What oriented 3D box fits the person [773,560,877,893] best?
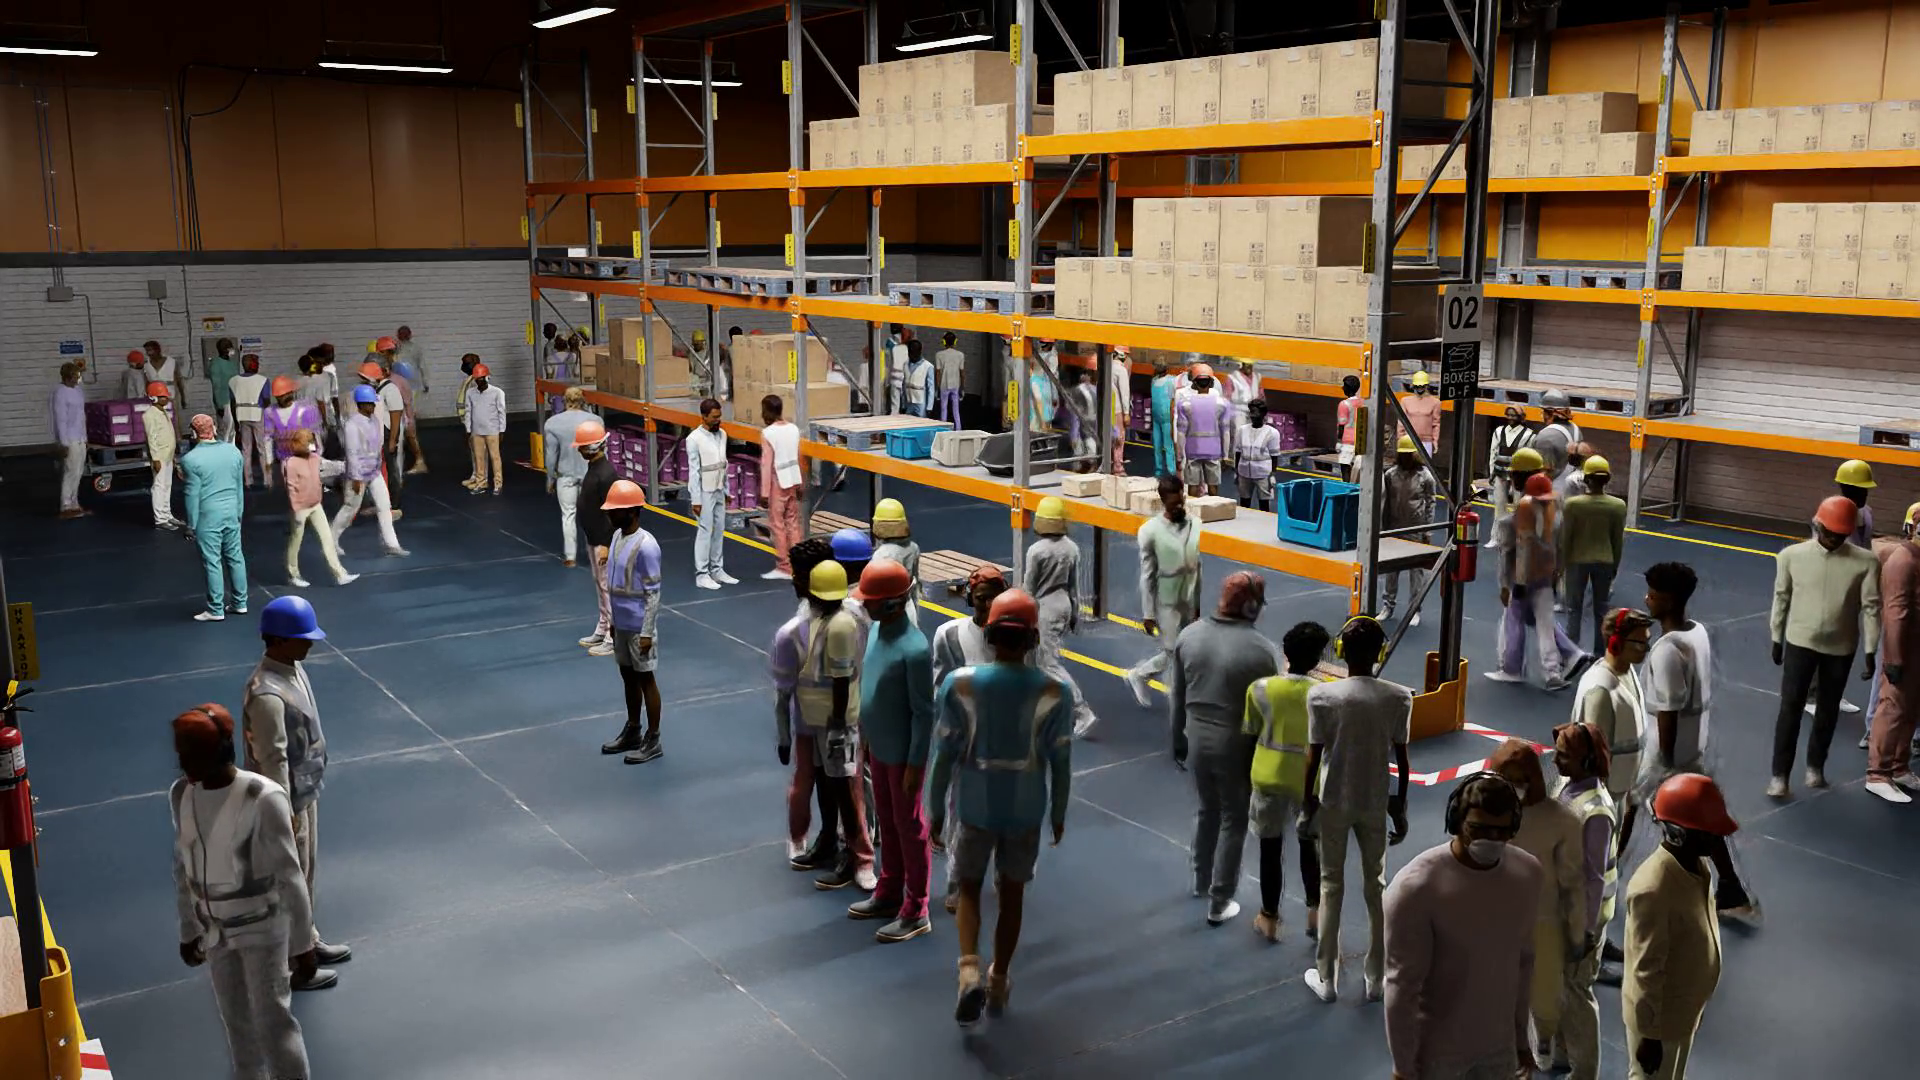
[{"bbox_3d":[-0.764,0.992,9.270,0.595,1.856,0.985,-5,12,-23],"label":"person"}]

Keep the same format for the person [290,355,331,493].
[{"bbox_3d":[-8.680,-1.543,22.255,0.550,1.851,0.399,2,11,8],"label":"person"}]

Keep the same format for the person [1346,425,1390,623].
[{"bbox_3d":[3.695,-0.160,15.205,0.383,1.835,0.568,3,11,15],"label":"person"}]

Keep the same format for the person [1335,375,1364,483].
[{"bbox_3d":[4.958,-1.244,21.122,0.537,1.694,0.320,-10,15,-43],"label":"person"}]

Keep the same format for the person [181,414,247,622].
[{"bbox_3d":[-6.860,-0.204,15.256,0.404,1.903,0.636,5,12,24],"label":"person"}]

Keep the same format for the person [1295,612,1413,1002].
[{"bbox_3d":[1.852,1.260,7.845,0.537,1.869,0.314,0,11,0],"label":"person"}]

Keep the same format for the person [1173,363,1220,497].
[{"bbox_3d":[2.955,-1.276,20.823,0.577,1.876,0.363,3,11,15],"label":"person"}]

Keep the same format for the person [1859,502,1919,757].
[{"bbox_3d":[6.533,0.604,11.461,0.525,1.772,0.301,7,13,31],"label":"person"}]

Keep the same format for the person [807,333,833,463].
[{"bbox_3d":[-2.200,-2.130,24.987,0.603,1.949,0.389,3,12,16],"label":"person"}]

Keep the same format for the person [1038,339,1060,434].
[{"bbox_3d":[1.451,-2.620,27.747,0.457,1.862,0.702,6,13,28],"label":"person"}]

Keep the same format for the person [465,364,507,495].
[{"bbox_3d":[-6.321,-1.471,22.116,0.576,1.749,0.335,2,11,10],"label":"person"}]

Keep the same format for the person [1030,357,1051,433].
[{"bbox_3d":[1.023,-1.600,22.640,0.492,1.804,0.588,0,11,1],"label":"person"}]

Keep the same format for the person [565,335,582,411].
[{"bbox_3d":[-6.046,-2.286,26.099,0.370,1.835,0.510,-7,13,-33],"label":"person"}]

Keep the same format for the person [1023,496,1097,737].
[{"bbox_3d":[0.706,0.537,11.941,0.818,1.713,0.487,11,15,43],"label":"person"}]

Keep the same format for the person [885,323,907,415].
[{"bbox_3d":[-1.139,-3.052,30.010,0.428,1.838,0.633,9,14,39],"label":"person"}]

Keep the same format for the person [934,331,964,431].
[{"bbox_3d":[-0.176,-2.414,26.686,0.500,1.861,0.322,-4,12,-18],"label":"person"}]

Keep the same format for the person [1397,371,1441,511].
[{"bbox_3d":[5.758,-1.241,20.908,0.527,1.768,0.314,3,12,17],"label":"person"}]

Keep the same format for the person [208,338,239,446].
[{"bbox_3d":[-10.629,-1.959,24.140,0.370,1.940,0.627,0,11,1],"label":"person"}]

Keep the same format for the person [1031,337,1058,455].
[{"bbox_3d":[1.325,-2.269,25.760,0.382,1.928,0.546,-9,14,-40],"label":"person"}]

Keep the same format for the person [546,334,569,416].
[{"bbox_3d":[-6.233,-2.305,26.148,0.509,1.846,0.342,-3,12,-17],"label":"person"}]

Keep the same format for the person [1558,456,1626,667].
[{"bbox_3d":[5.157,0.185,13.641,0.515,1.760,0.331,-1,11,-3],"label":"person"}]

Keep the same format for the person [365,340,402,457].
[{"bbox_3d":[-8.411,-1.983,24.339,0.607,1.911,0.653,4,12,21],"label":"person"}]

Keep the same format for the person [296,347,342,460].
[{"bbox_3d":[-8.937,-1.728,23.044,1.015,1.920,0.605,7,13,32],"label":"person"}]

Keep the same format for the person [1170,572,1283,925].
[{"bbox_3d":[1.450,1.091,8.769,0.492,1.882,0.666,-10,15,-42],"label":"person"}]

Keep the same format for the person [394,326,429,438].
[{"bbox_3d":[-9.135,-2.598,27.533,0.683,1.887,0.625,-1,11,-4],"label":"person"}]

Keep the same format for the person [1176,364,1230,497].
[{"bbox_3d":[2.742,-0.972,18.828,0.605,2.041,0.387,1,11,5],"label":"person"}]

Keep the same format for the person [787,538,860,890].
[{"bbox_3d":[-0.756,0.950,9.229,0.382,1.957,0.599,-6,13,-28],"label":"person"}]

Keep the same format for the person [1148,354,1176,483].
[{"bbox_3d":[2.765,-1.597,22.593,0.362,1.833,0.569,-6,13,-30],"label":"person"}]

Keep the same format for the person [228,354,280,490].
[{"bbox_3d":[-9.576,-1.589,22.502,0.564,1.838,0.390,1,11,4],"label":"person"}]

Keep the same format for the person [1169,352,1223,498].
[{"bbox_3d":[2.975,-1.456,21.305,0.684,2.000,0.538,6,13,28],"label":"person"}]

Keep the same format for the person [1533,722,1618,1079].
[{"bbox_3d":[2.584,1.550,6.982,0.314,1.632,0.523,1,11,7],"label":"person"}]

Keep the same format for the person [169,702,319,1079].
[{"bbox_3d":[-2.784,1.531,6.456,0.646,1.877,0.362,4,12,21],"label":"person"}]

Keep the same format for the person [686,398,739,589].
[{"bbox_3d":[-2.498,-0.465,16.582,0.408,1.909,0.590,5,12,24],"label":"person"}]

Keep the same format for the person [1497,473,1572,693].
[{"bbox_3d":[4.478,0.333,12.979,0.597,1.703,0.873,-2,11,-8],"label":"person"}]

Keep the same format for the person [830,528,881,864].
[{"bbox_3d":[-0.593,0.889,9.542,0.384,1.949,0.603,2,11,10],"label":"person"}]

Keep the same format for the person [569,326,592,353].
[{"bbox_3d":[-6.126,-2.547,27.213,0.414,1.909,0.603,9,14,37],"label":"person"}]

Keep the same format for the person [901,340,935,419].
[{"bbox_3d":[-0.612,-1.969,24.260,0.589,1.913,0.398,10,15,42],"label":"person"}]

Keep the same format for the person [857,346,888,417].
[{"bbox_3d":[-1.308,-2.000,24.702,0.569,1.796,0.635,8,13,35],"label":"person"}]

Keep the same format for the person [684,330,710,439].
[{"bbox_3d":[-4.277,-2.516,27.262,0.600,1.830,0.404,3,11,15],"label":"person"}]

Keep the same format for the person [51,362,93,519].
[{"bbox_3d":[-10.949,-1.225,20.489,0.359,1.915,0.673,-2,11,-10],"label":"person"}]

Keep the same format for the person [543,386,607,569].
[{"bbox_3d":[-4.023,-0.638,17.475,0.657,1.939,0.602,-4,12,-20],"label":"person"}]

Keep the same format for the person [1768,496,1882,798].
[{"bbox_3d":[5.483,0.692,10.554,0.606,1.944,0.895,5,12,22],"label":"person"}]

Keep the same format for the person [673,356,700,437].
[{"bbox_3d":[-4.126,-1.942,24.857,0.502,1.627,0.273,-5,12,-23],"label":"person"}]

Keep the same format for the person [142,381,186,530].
[{"bbox_3d":[-9.448,-1.004,19.726,0.327,1.752,0.562,-1,11,-7],"label":"person"}]

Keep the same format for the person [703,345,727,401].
[{"bbox_3d":[-3.561,-1.894,24.021,0.412,1.861,0.665,-1,11,-4],"label":"person"}]
